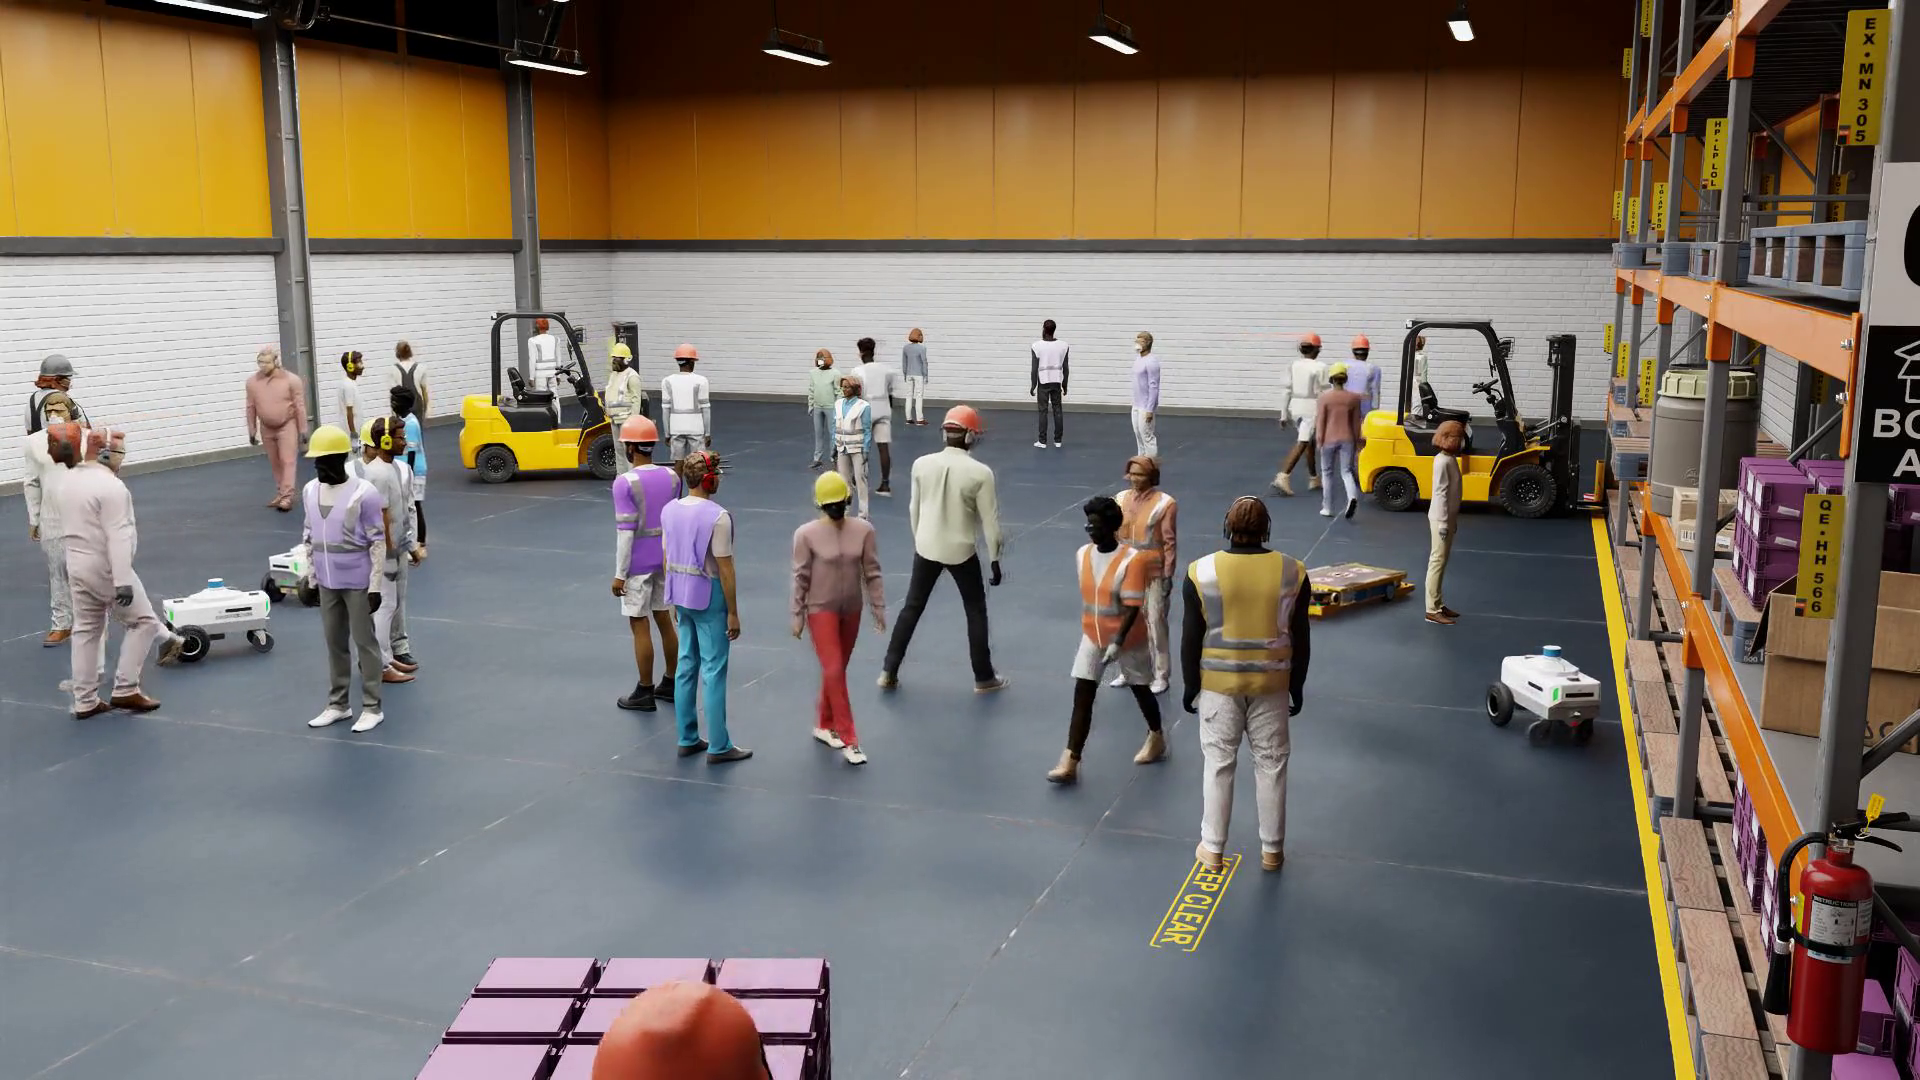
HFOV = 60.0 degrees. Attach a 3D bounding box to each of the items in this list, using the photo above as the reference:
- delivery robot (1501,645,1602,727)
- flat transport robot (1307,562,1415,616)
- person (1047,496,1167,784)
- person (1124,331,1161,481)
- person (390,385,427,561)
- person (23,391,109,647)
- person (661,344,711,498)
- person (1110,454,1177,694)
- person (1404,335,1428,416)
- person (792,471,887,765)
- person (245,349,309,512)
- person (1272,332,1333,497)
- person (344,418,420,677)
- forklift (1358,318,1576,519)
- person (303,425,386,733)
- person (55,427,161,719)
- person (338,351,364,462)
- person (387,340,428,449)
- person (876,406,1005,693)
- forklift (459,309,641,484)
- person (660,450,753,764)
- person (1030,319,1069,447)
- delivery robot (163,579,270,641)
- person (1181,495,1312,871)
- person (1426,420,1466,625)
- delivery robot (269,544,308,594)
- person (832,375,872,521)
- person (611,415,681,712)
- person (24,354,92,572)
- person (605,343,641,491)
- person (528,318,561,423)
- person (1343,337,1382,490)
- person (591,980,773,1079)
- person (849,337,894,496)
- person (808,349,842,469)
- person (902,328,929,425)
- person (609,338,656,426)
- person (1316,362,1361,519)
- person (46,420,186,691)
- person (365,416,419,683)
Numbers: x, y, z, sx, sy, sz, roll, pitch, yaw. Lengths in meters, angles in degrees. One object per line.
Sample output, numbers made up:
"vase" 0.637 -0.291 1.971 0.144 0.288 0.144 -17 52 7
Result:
"delivery robot" 3.652 0.897 10.289 0.477 0.478 0.707 -2 10 -9
"flat transport robot" 3.212 0.399 14.153 1.431 0.197 0.652 -10 14 -43
"person" 0.883 0.549 9.473 0.522 1.638 0.952 8 13 39
"person" 2.341 -1.688 21.213 0.362 1.939 0.635 -2 10 -13
"person" -5.315 -0.648 16.046 0.318 1.697 0.535 -5 11 -26
"person" -6.734 -0.159 12.601 0.627 1.940 0.372 -2 10 -9
"person" -3.049 -1.225 18.628 0.542 1.931 0.375 1 10 6
"person" 1.249 0.227 11.297 0.516 1.636 0.314 8 13 39
"person" 7.021 -2.334 25.689 0.315 1.641 0.515 -4 11 -23
"person" -0.668 0.450 9.770 0.550 1.707 0.831 -6 12 -32
"person" -7.848 -1.251 19.025 0.671 1.857 0.814 1 10 3
"person" 4.162 -1.527 20.287 1.104 1.996 0.630 -7 12 -36
"person" -4.107 0.045 11.780 0.586 1.824 0.403 -9 13 -41
"forklift" 5.787 -1.437 19.079 2.313 2.155 1.214 3 11 19
"person" -3.850 0.242 10.375 0.589 1.927 0.388 4 11 22
"person" -5.443 0.215 10.678 0.728 1.878 0.611 6 12 32
"person" -6.728 -1.162 18.456 0.308 1.867 0.532 -4 11 -20
"person" -7.124 -1.675 21.533 0.504 1.814 0.891 -4 11 -24
"person" -0.112 0.082 11.249 0.824 1.950 0.579 4 11 20
"forklift" -5.354 -1.902 21.697 2.313 2.155 1.214 -2 10 -13
"person" -1.518 0.394 9.747 0.564 1.846 0.390 8 13 38
"person" 1.345 -2.331 24.953 0.596 1.896 0.381 -3 10 -16
"delivery robot" -5.512 0.530 12.354 0.707 0.478 0.477 -6 12 -31
"person" 1.372 0.697 8.056 0.623 1.844 0.429 0 10 2
"person" 3.916 -0.150 13.401 0.284 1.636 0.500 4 11 23
"delivery robot" -5.547 0.195 14.239 0.477 0.478 0.707 4 11 23
"person" -1.169 -0.958 17.939 0.514 1.642 0.310 7 12 36
"person" -2.072 0.149 10.870 0.364 1.935 0.553 7 12 33
"person" -8.232 -0.698 15.350 0.682 2.000 0.537 6 12 32
"person" -4.142 -1.491 20.388 0.404 1.836 0.599 -9 13 -41
"person" -6.664 -2.633 26.695 0.358 1.881 0.574 10 14 44
"person" 4.967 -1.585 20.801 0.564 1.883 0.669 4 11 21
"person" -0.348 1.575 2.671 0.622 2.005 0.893 9 13 40
"person" -1.089 -1.517 20.349 0.621 1.902 1.019 -4 11 -23
"person" -1.837 -1.778 22.575 0.498 1.634 0.281 4 11 24
"person" -0.746 -2.757 28.092 0.509 1.631 0.266 8 13 37
"person" -5.327 -2.626 26.886 0.623 1.793 0.946 5 11 28
"person" 4.201 -1.083 18.377 0.528 1.744 0.693 -1 10 -5
"person" -5.868 0.079 11.543 0.812 1.856 0.611 -7 12 -36
"person" -3.973 0.071 11.562 0.330 1.857 0.502 -3 11 -19
